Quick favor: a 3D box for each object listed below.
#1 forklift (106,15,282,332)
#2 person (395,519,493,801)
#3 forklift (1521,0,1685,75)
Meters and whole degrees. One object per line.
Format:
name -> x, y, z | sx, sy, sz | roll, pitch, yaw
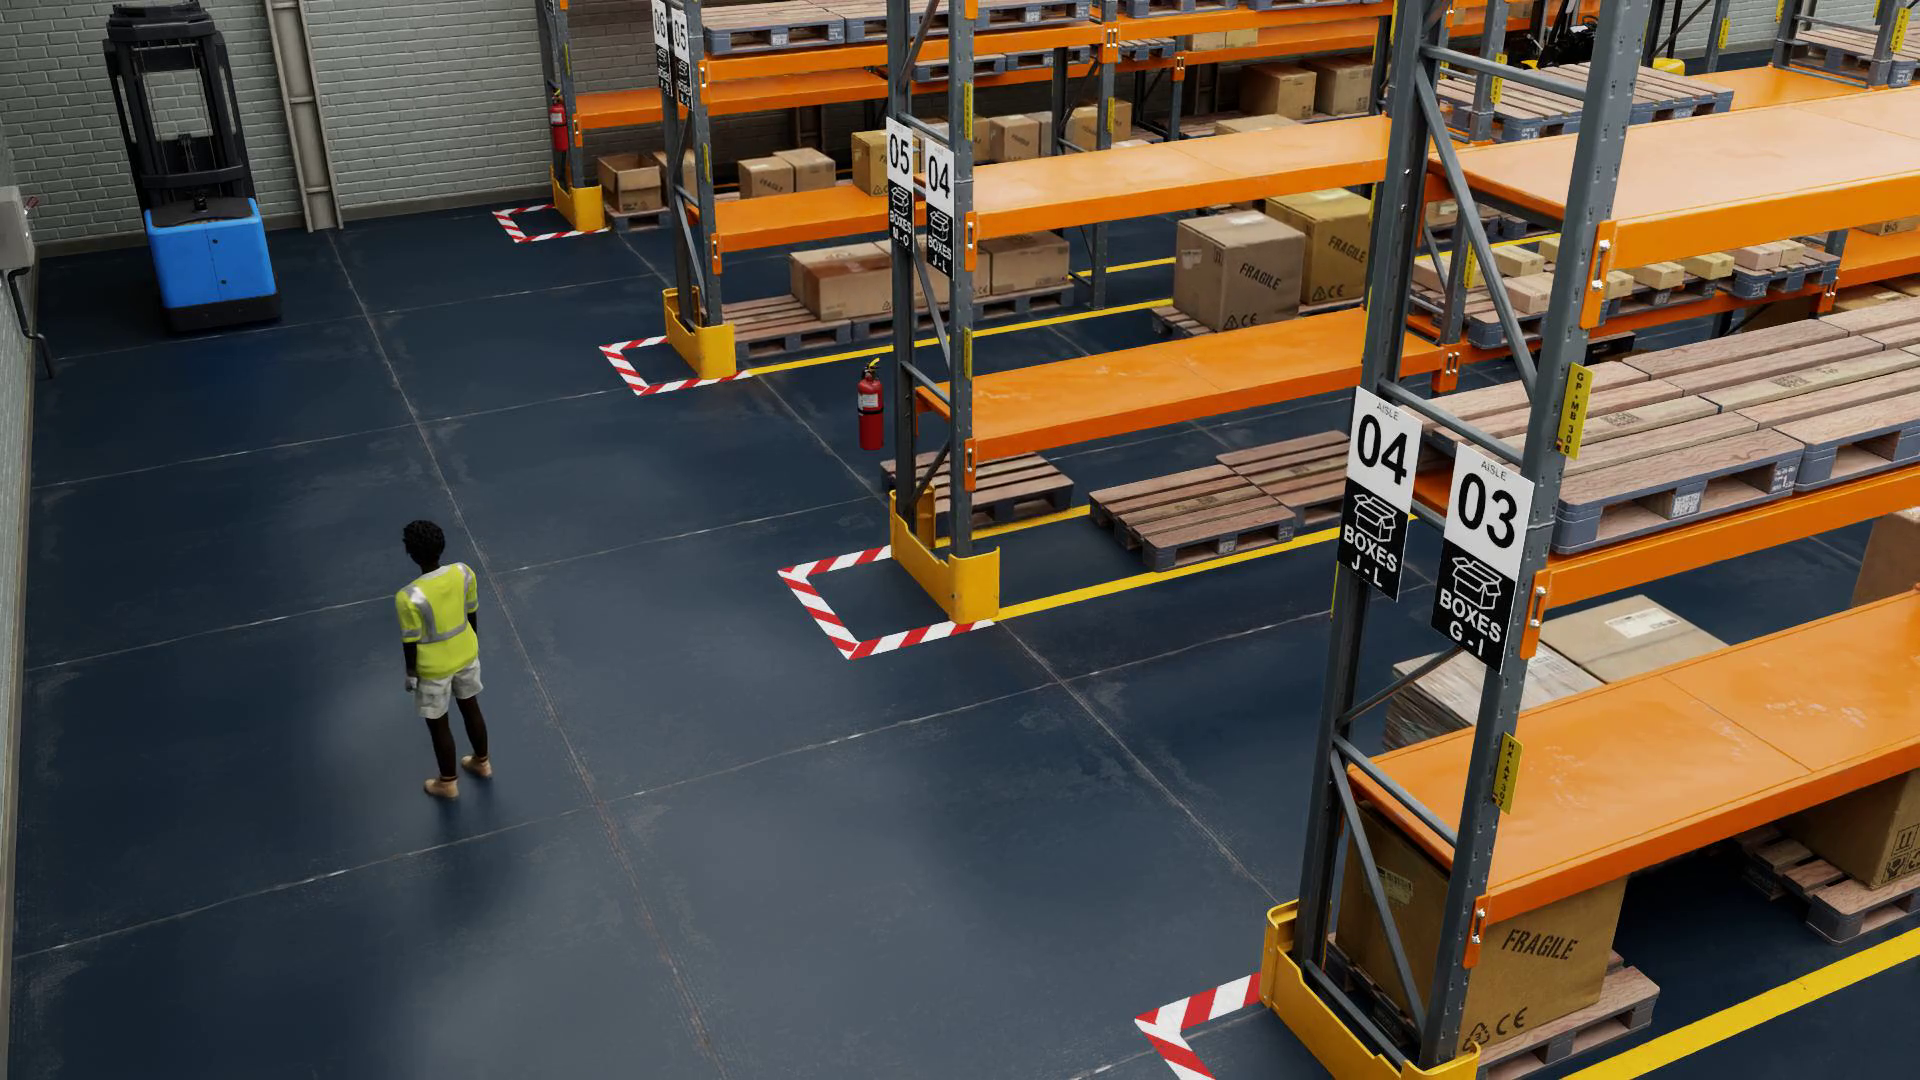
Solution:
forklift -> -7.548, -3.672, 16.323 | 1.129, 2.768, 1.873 | -12, 30, -22
person -> -2.876, 0.665, 9.288 | 0.320, 1.686, 0.537 | 16, 31, 27
forklift -> 8.950, -6.807, 23.056 | 1.214, 2.155, 2.313 | -12, 30, -22
